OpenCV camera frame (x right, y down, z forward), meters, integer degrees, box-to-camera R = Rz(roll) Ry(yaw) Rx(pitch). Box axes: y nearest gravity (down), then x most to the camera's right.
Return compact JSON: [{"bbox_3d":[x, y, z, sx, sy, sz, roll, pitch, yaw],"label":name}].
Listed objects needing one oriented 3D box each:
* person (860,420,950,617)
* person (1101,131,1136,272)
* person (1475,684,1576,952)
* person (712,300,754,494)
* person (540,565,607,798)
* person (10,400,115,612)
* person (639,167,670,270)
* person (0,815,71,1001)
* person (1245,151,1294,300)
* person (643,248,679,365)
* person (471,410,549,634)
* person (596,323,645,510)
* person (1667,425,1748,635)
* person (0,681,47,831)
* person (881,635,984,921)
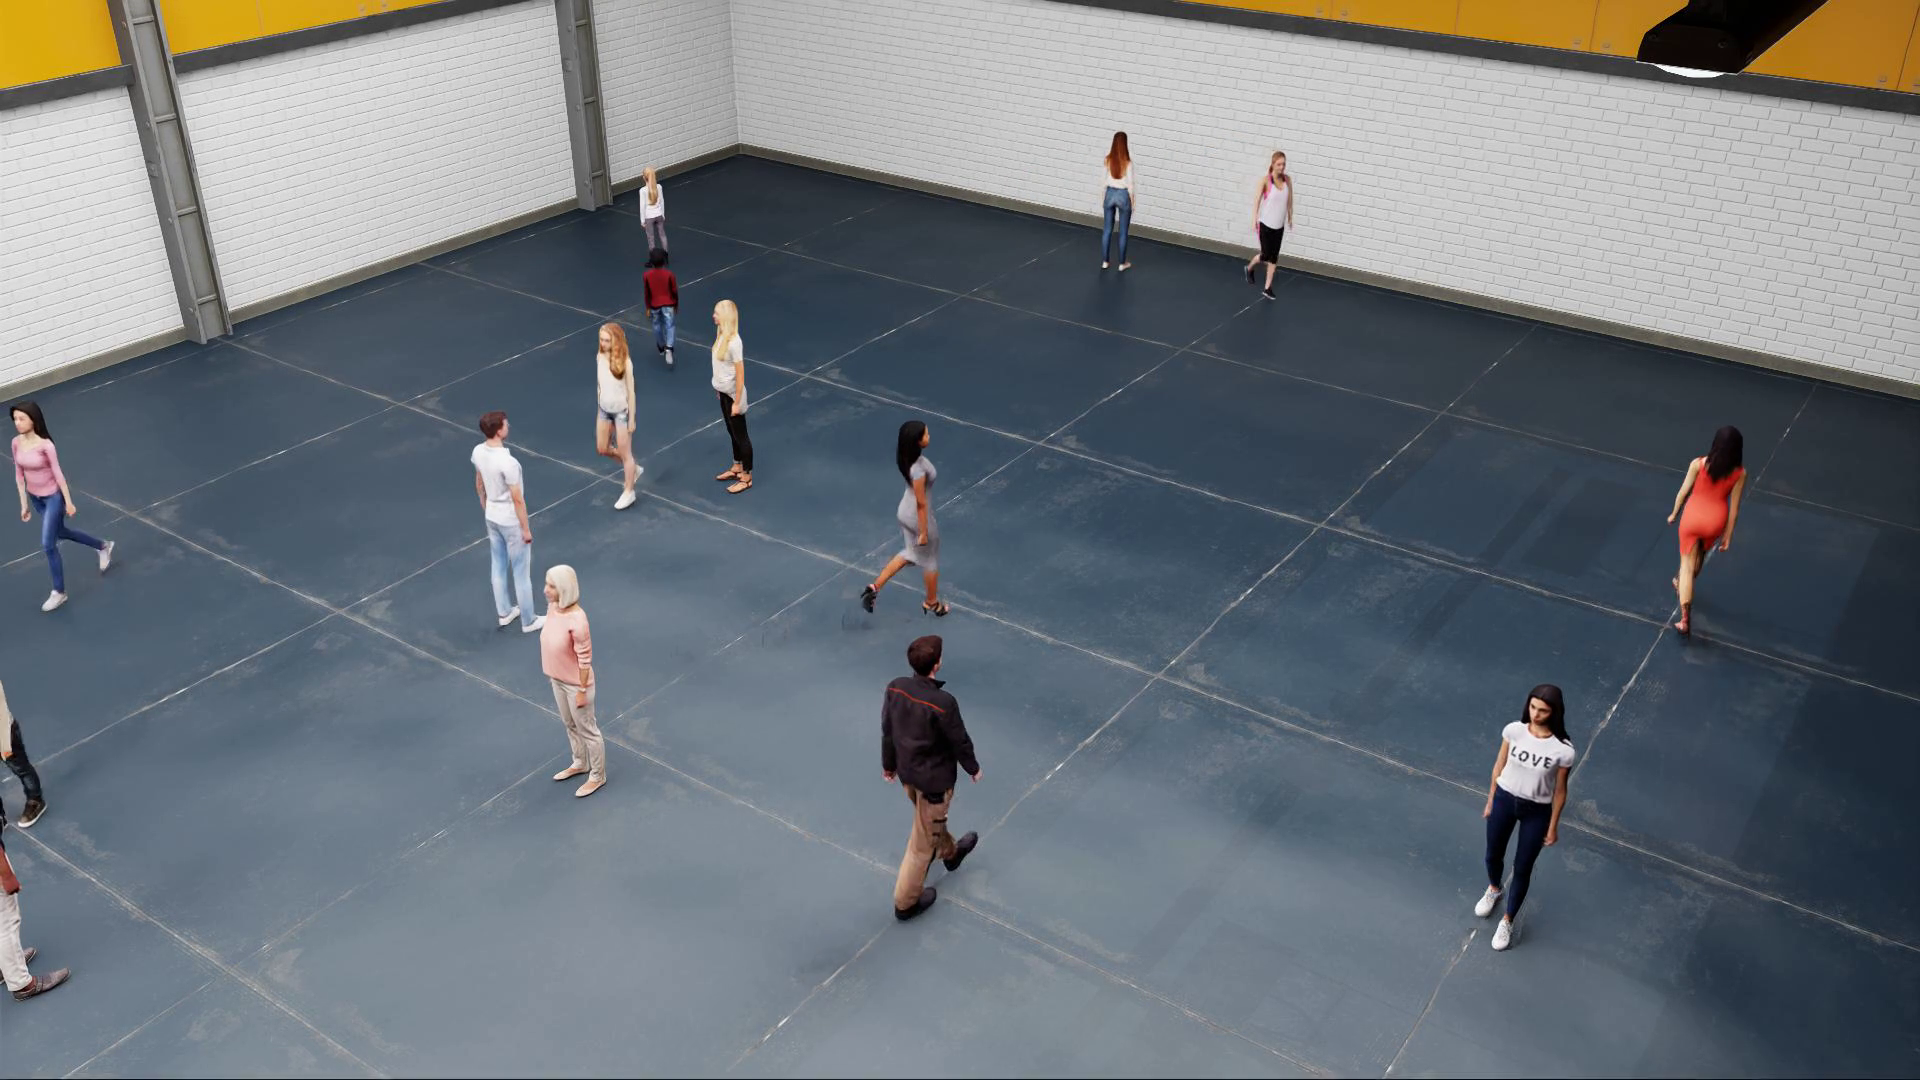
[{"bbox_3d":[-0.422,-0.118,13.047,1.065,1.762,0.877,-13,31,-22],"label":"person"},{"bbox_3d":[1.946,-4.190,20.546,0.613,1.730,0.566,13,31,22],"label":"person"},{"bbox_3d":[3.348,1.599,9.880,0.607,1.780,0.716,20,34,32],"label":"person"},{"bbox_3d":[-2.072,-1.329,15.200,0.690,1.826,0.687,-13,31,-22],"label":"person"},{"bbox_3d":[-2.604,0.924,11.175,0.586,1.724,0.641,-25,37,-37],"label":"person"},{"bbox_3d":[-7.353,-0.356,13.535,0.750,1.712,1.151,11,30,19],"label":"person"},{"bbox_3d":[-3.812,-4.016,20.697,0.513,1.279,0.608,-20,34,-31],"label":"person"},{"bbox_3d":[-5.583,1.824,9.442,0.659,1.803,0.565,18,33,29],"label":"person"},{"bbox_3d":[3.632,-3.756,19.706,0.872,1.771,0.910,-12,31,-21],"label":"person"},{"bbox_3d":[-3.230,-2.530,18.014,0.787,1.239,0.884,-2,29,-3],"label":"person"},{"bbox_3d":[-3.558,-0.146,13.006,0.644,1.850,0.542,20,34,32],"label":"person"},{"bbox_3d":[-3.018,-1.153,14.954,0.625,1.752,0.693,16,33,27],"label":"person"},{"bbox_3d":[5.815,-0.055,13.023,0.910,1.675,1.222,6,29,11],"label":"person"},{"bbox_3d":[-6.273,1.230,10.895,0.706,1.455,0.816,5,29,10],"label":"person"},{"bbox_3d":[-0.261,1.476,9.990,0.792,1.892,1.105,24,37,37],"label":"person"}]
